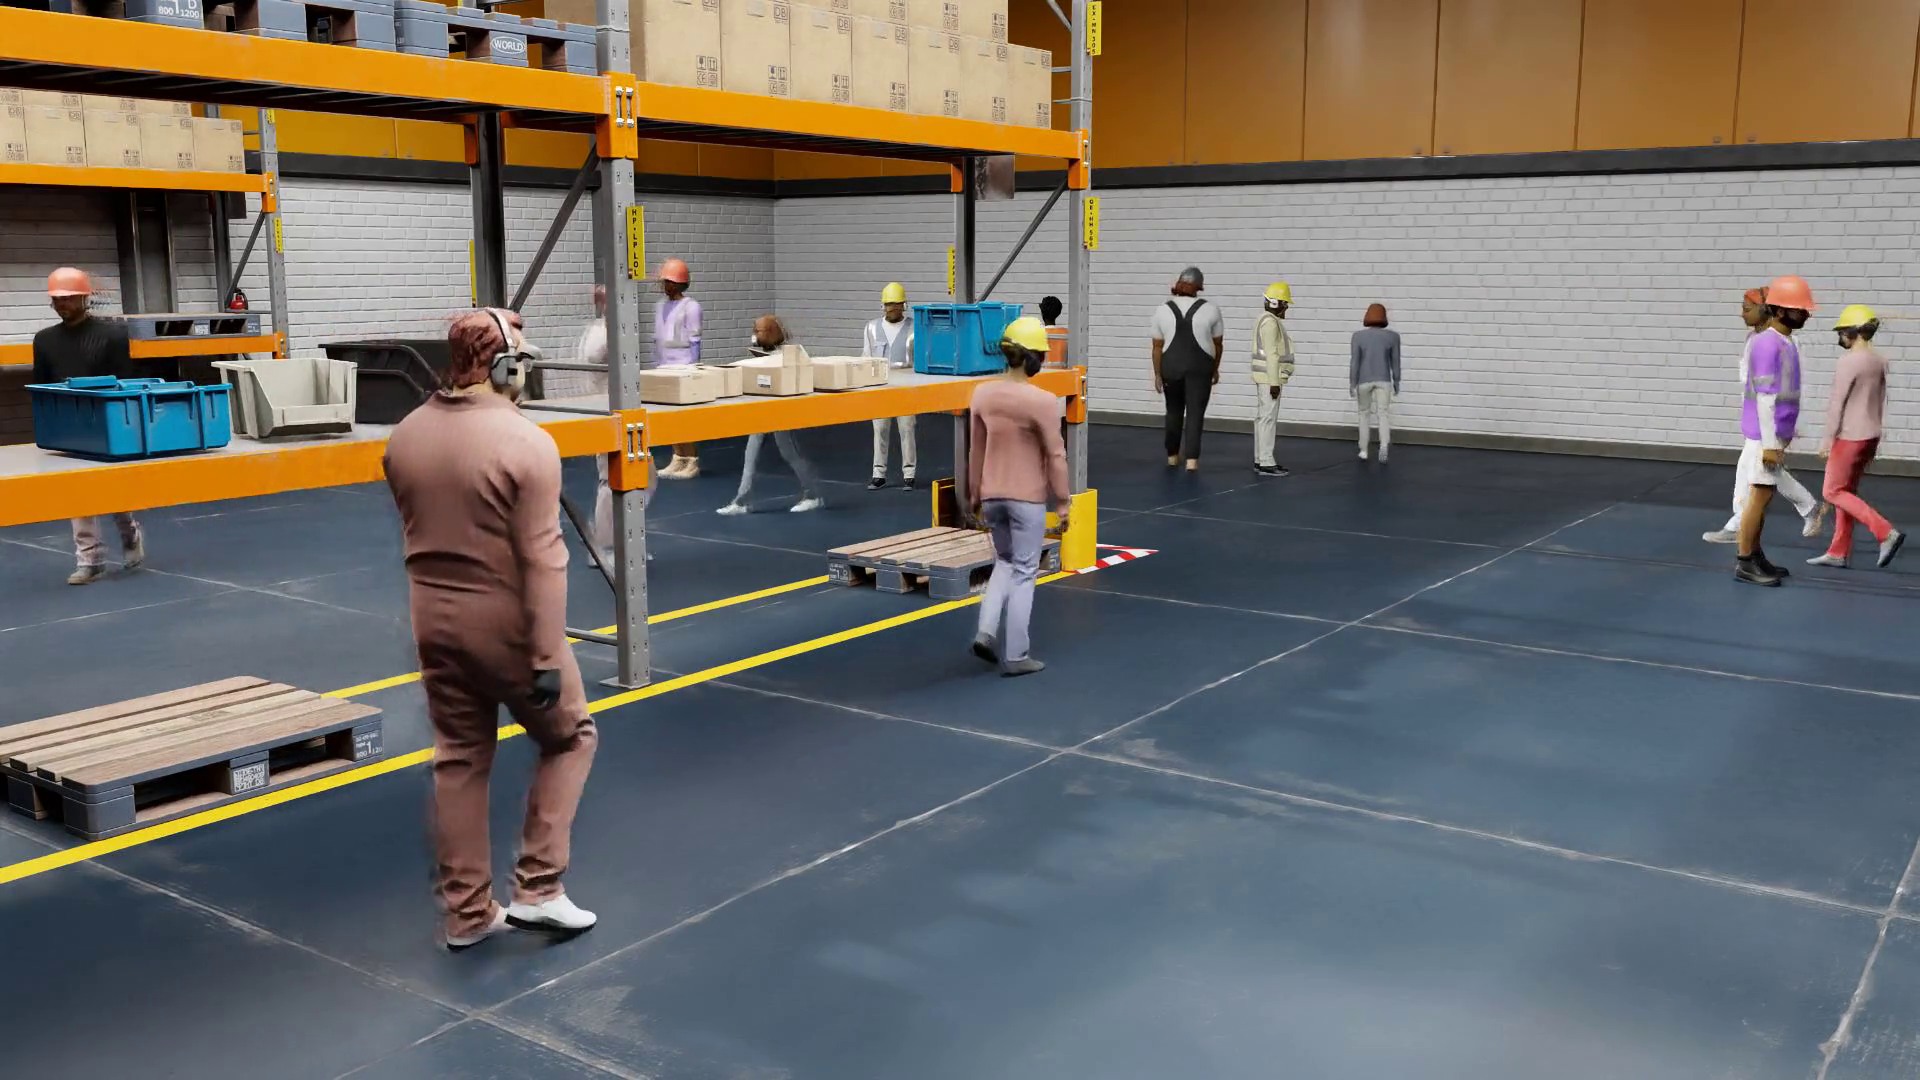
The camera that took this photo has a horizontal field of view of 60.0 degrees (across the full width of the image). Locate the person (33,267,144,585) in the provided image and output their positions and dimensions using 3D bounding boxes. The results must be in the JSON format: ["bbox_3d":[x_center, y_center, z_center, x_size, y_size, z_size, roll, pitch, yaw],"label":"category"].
[{"bbox_3d":[-5.490,-0.716,10.466,0.641,1.984,0.480,0,10,1],"label":"person"}]

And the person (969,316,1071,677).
[{"bbox_3d":[0.294,-0.202,8.072,0.557,1.751,0.363,8,12,40],"label":"person"}]

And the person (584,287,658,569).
[{"bbox_3d":[-2.178,-0.726,10.827,0.522,1.877,0.652,-1,10,-7],"label":"person"}]

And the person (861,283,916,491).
[{"bbox_3d":[-0.585,-1.343,14.662,0.600,1.829,0.404,2,10,9],"label":"person"}]

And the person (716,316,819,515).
[{"bbox_3d":[-1.510,-0.991,13.284,0.841,1.589,0.512,-5,11,-27],"label":"person"}]

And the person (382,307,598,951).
[{"bbox_3d":[-1.350,0.270,4.903,0.646,1.891,0.504,5,11,25],"label":"person"}]

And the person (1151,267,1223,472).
[{"bbox_3d":[2.205,-1.693,16.121,0.673,2.000,1.010,3,10,17],"label":"person"}]

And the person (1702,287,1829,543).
[{"bbox_3d":[5.852,-0.884,11.901,0.863,1.852,0.623,1,10,3],"label":"person"}]

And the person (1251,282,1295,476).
[{"bbox_3d":[2.961,-1.523,15.763,0.403,1.822,0.589,0,10,2],"label":"person"}]

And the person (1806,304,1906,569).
[{"bbox_3d":[5.868,-0.644,10.766,0.550,1.737,0.624,-7,12,-36],"label":"person"}]

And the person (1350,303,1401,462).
[{"bbox_3d":[4.192,-1.587,16.787,0.508,1.610,0.733,1,10,7],"label":"person"}]

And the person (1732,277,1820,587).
[{"bbox_3d":[5.119,-0.669,10.426,0.397,1.924,0.594,7,12,35],"label":"person"}]

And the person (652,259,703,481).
[{"bbox_3d":[-2.628,-1.556,15.381,0.376,2.022,0.646,-9,13,-43],"label":"person"}]

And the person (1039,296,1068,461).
[{"bbox_3d":[0.838,-1.424,15.545,0.540,1.696,0.315,-3,10,-20],"label":"person"}]

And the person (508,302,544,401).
[{"bbox_3d":[-3.290,-0.868,12.100,0.532,1.744,0.776,-3,10,-17],"label":"person"}]
